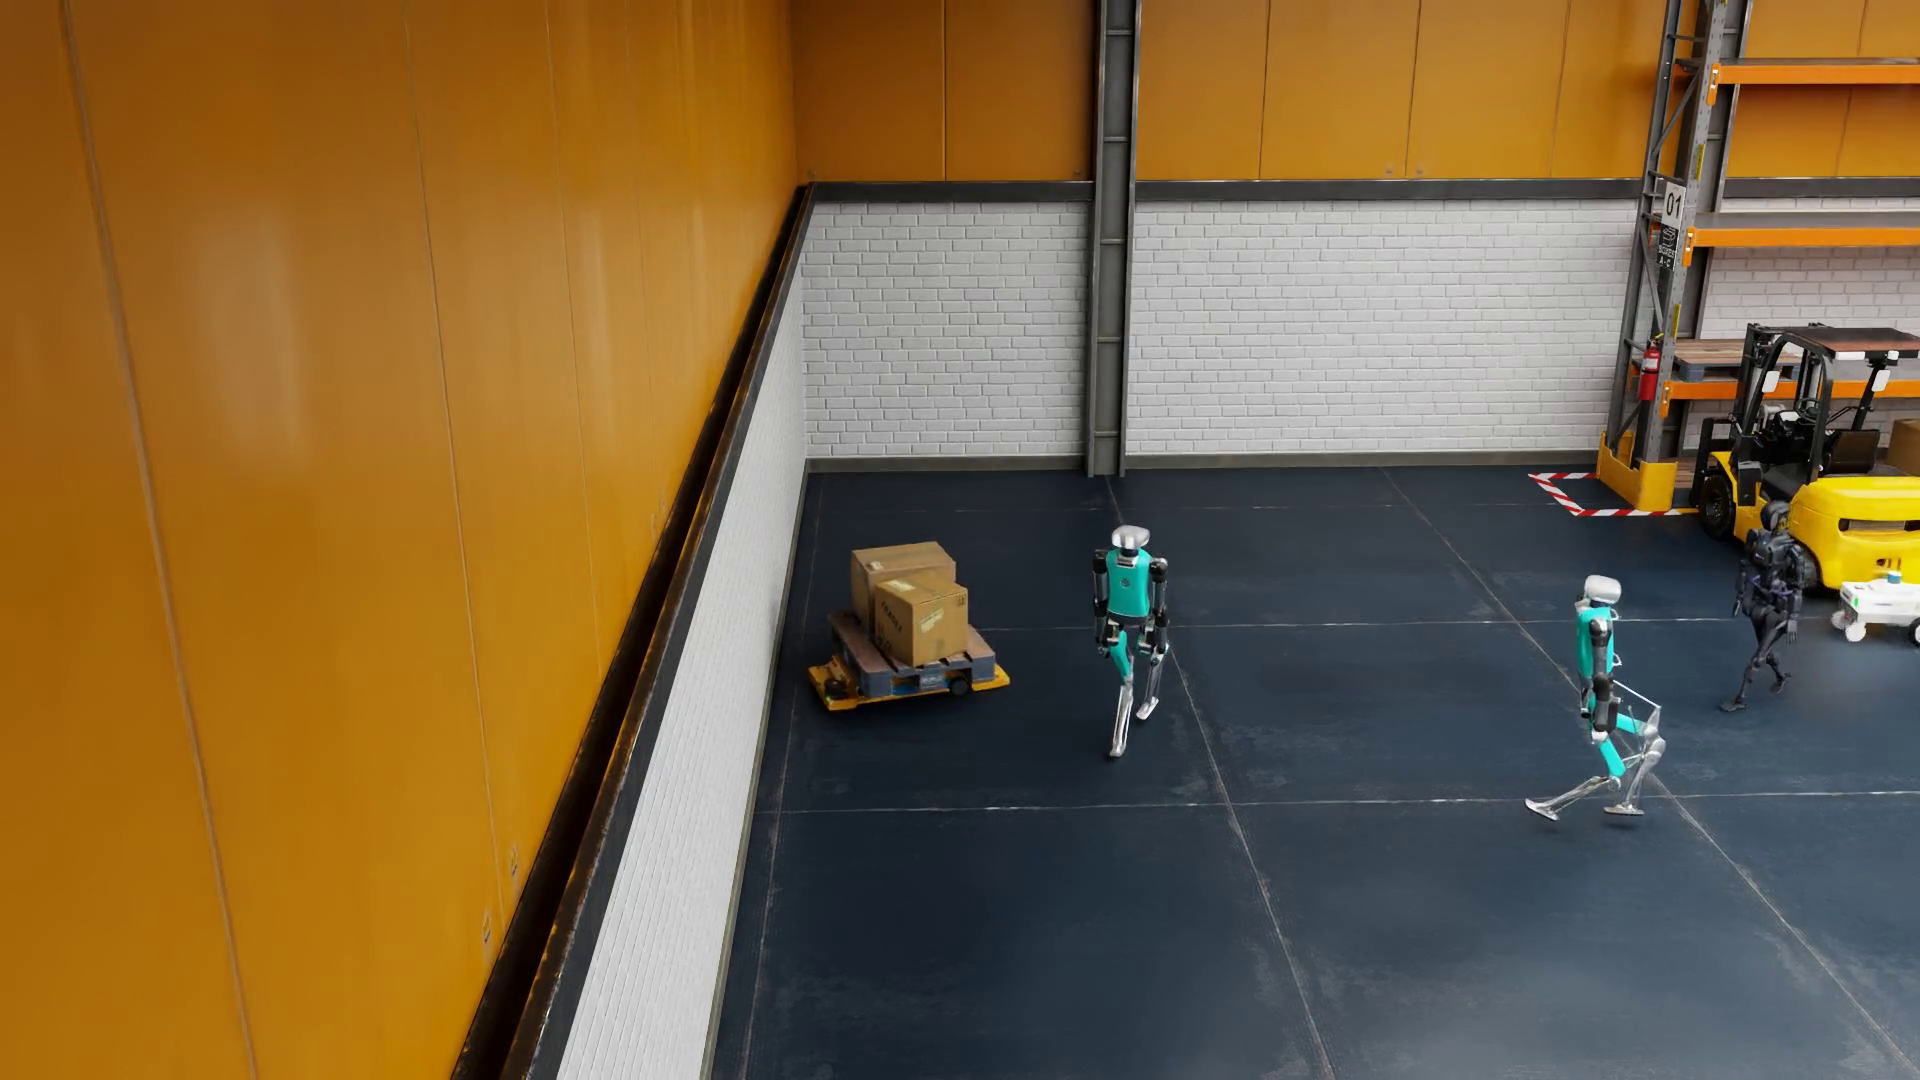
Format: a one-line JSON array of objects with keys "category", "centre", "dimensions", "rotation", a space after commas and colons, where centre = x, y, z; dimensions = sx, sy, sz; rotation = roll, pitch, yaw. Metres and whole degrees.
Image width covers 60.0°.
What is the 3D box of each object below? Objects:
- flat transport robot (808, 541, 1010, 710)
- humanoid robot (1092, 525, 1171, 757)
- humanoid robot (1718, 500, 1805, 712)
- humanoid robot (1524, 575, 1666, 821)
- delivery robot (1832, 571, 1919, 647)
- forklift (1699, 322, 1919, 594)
[{"category": "flat transport robot", "centre": [-0.400, 1.010, 12.814], "dimensions": [1.431, 0.231, 0.659], "rotation": [-6, 21, -17]}, {"category": "humanoid robot", "centre": [1.273, 0.631, 11.793], "dimensions": [0.533, 1.736, 1.050], "rotation": [8, 22, 21]}, {"category": "humanoid robot", "centre": [6.040, 0.472, 12.334], "dimensions": [0.823, 1.626, 0.605], "rotation": [-8, 22, -22]}, {"category": "humanoid robot", "centre": [4.175, 1.063, 10.550], "dimensions": [1.020, 1.731, 0.544], "rotation": [3, 21, 9]}, {"category": "delivery robot", "centre": [7.648, 0.556, 13.645], "dimensions": [0.781, 0.605, 0.499], "rotation": [2, 20, 5]}, {"category": "forklift", "centre": [7.809, -0.792, 14.926], "dimensions": [1.214, 2.155, 2.313], "rotation": [-1, 20, -2]}]
